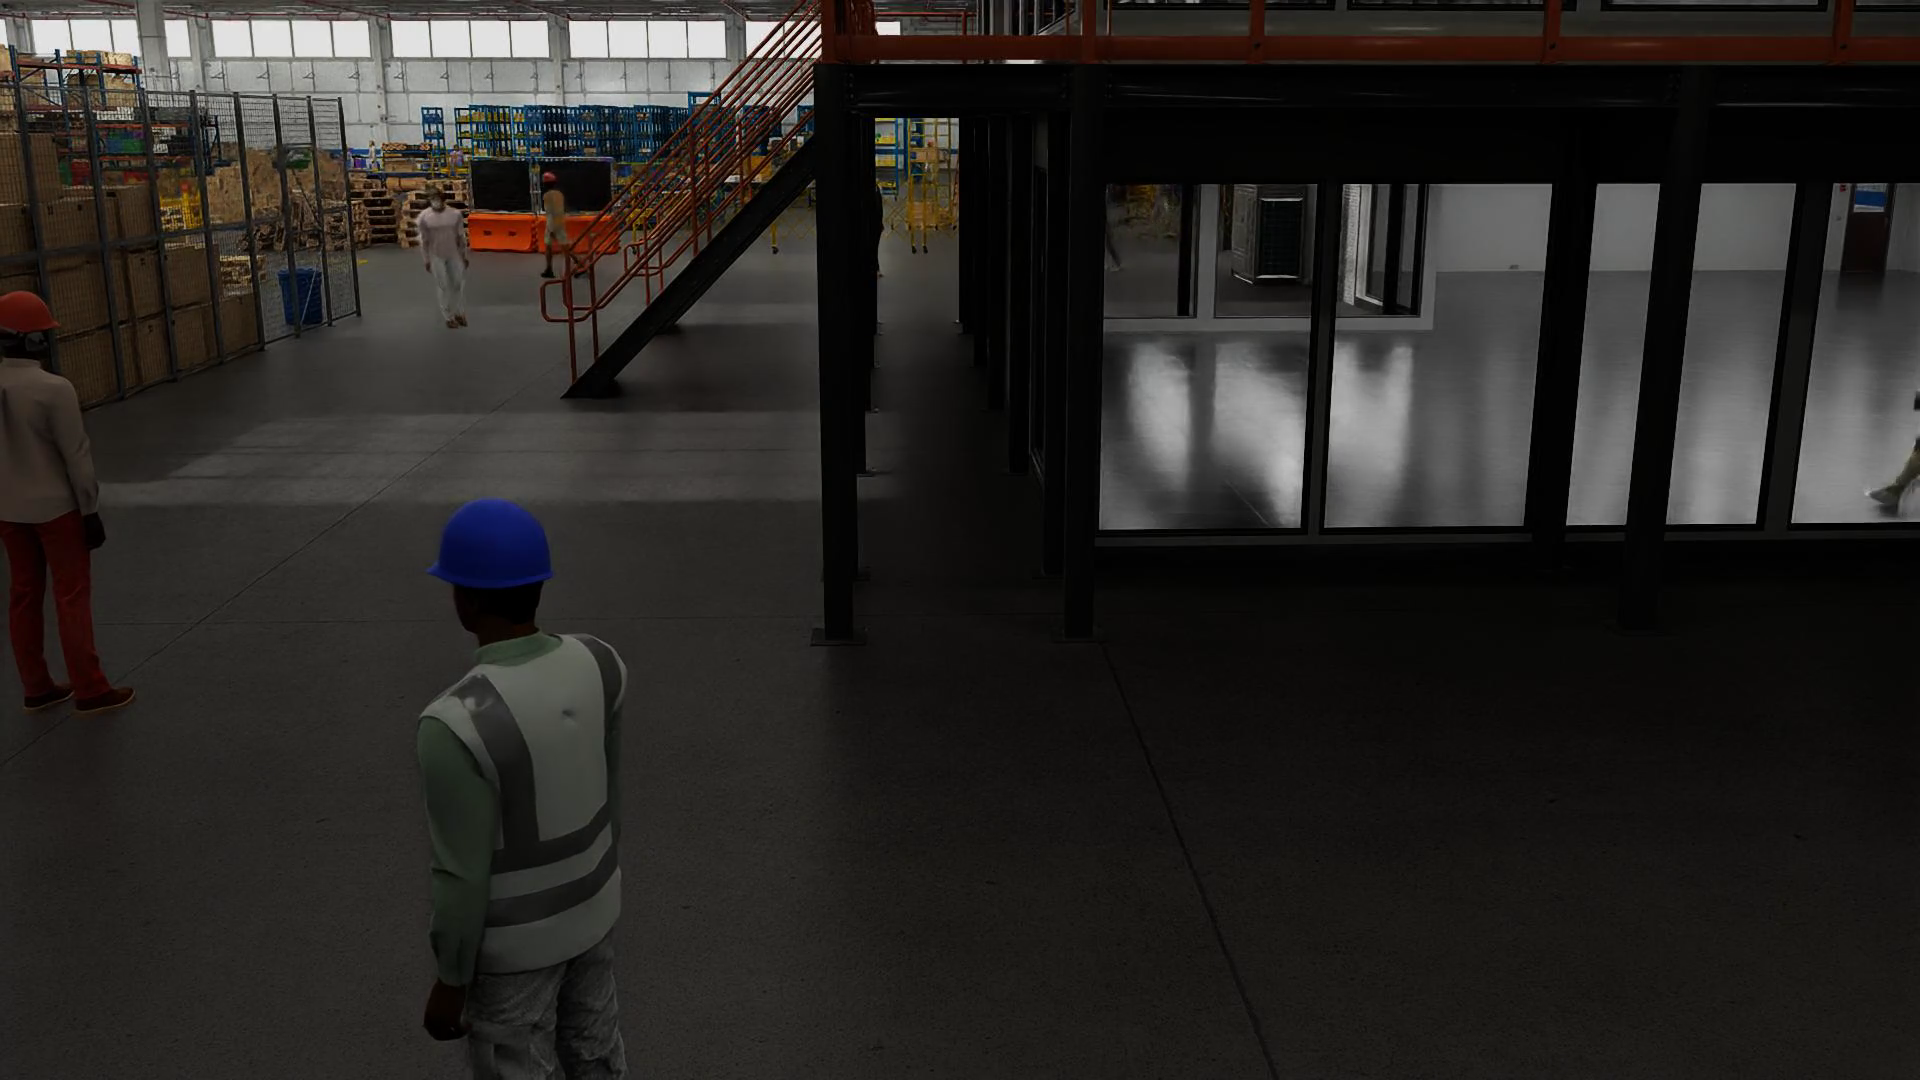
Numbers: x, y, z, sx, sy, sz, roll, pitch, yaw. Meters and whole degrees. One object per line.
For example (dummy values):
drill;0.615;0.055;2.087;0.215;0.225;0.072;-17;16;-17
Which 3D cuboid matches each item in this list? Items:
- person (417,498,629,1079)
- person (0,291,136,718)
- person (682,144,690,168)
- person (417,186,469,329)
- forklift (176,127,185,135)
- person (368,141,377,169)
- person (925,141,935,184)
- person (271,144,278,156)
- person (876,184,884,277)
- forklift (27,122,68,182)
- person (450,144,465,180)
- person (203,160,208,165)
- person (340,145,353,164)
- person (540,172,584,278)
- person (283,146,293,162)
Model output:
person;-0.982;0.860;3.785;0.389;1.949;0.602;6;15;24
person;-4.255;-0.151;7.731;0.610;1.996;0.378;3;14;14
person;-13.501;-18.803;82.706;0.620;1.793;0.783;-3;14;-12
person;-6.962;-3.804;22.489;0.645;1.917;0.506;-8;16;-28
forklift;-35.859;-17.791;76.442;1.873;2.768;1.129;-1;14;-3
person;-29.816;-19.300;84.445;0.404;1.911;0.636;-4;15;-16
person;-1.454;-17.471;76.982;0.646;1.975;0.672;8;16;28
person;-35.695;-19.774;86.704;0.376;1.717;0.515;7;16;27
person;-1.646;-5.774;30.114;0.689;2.000;0.539;-9;17;-32
forklift;-35.376;-14.773;64.377;1.129;2.768;1.873;-1;14;-2
person;-22.556;-16.823;74.669;0.571;1.843;0.373;-6;15;-24
person;-30.476;-14.837;67.037;0.318;1.697;0.535;4;14;14
person;-27.425;-16.758;74.436;0.600;1.831;0.404;1;14;6
person;-7.217;-5.659;29.933;0.877;1.909;0.543;9;16;31
person;-27.059;-14.968;67.187;1.039;1.892;0.631;-6;15;-23
